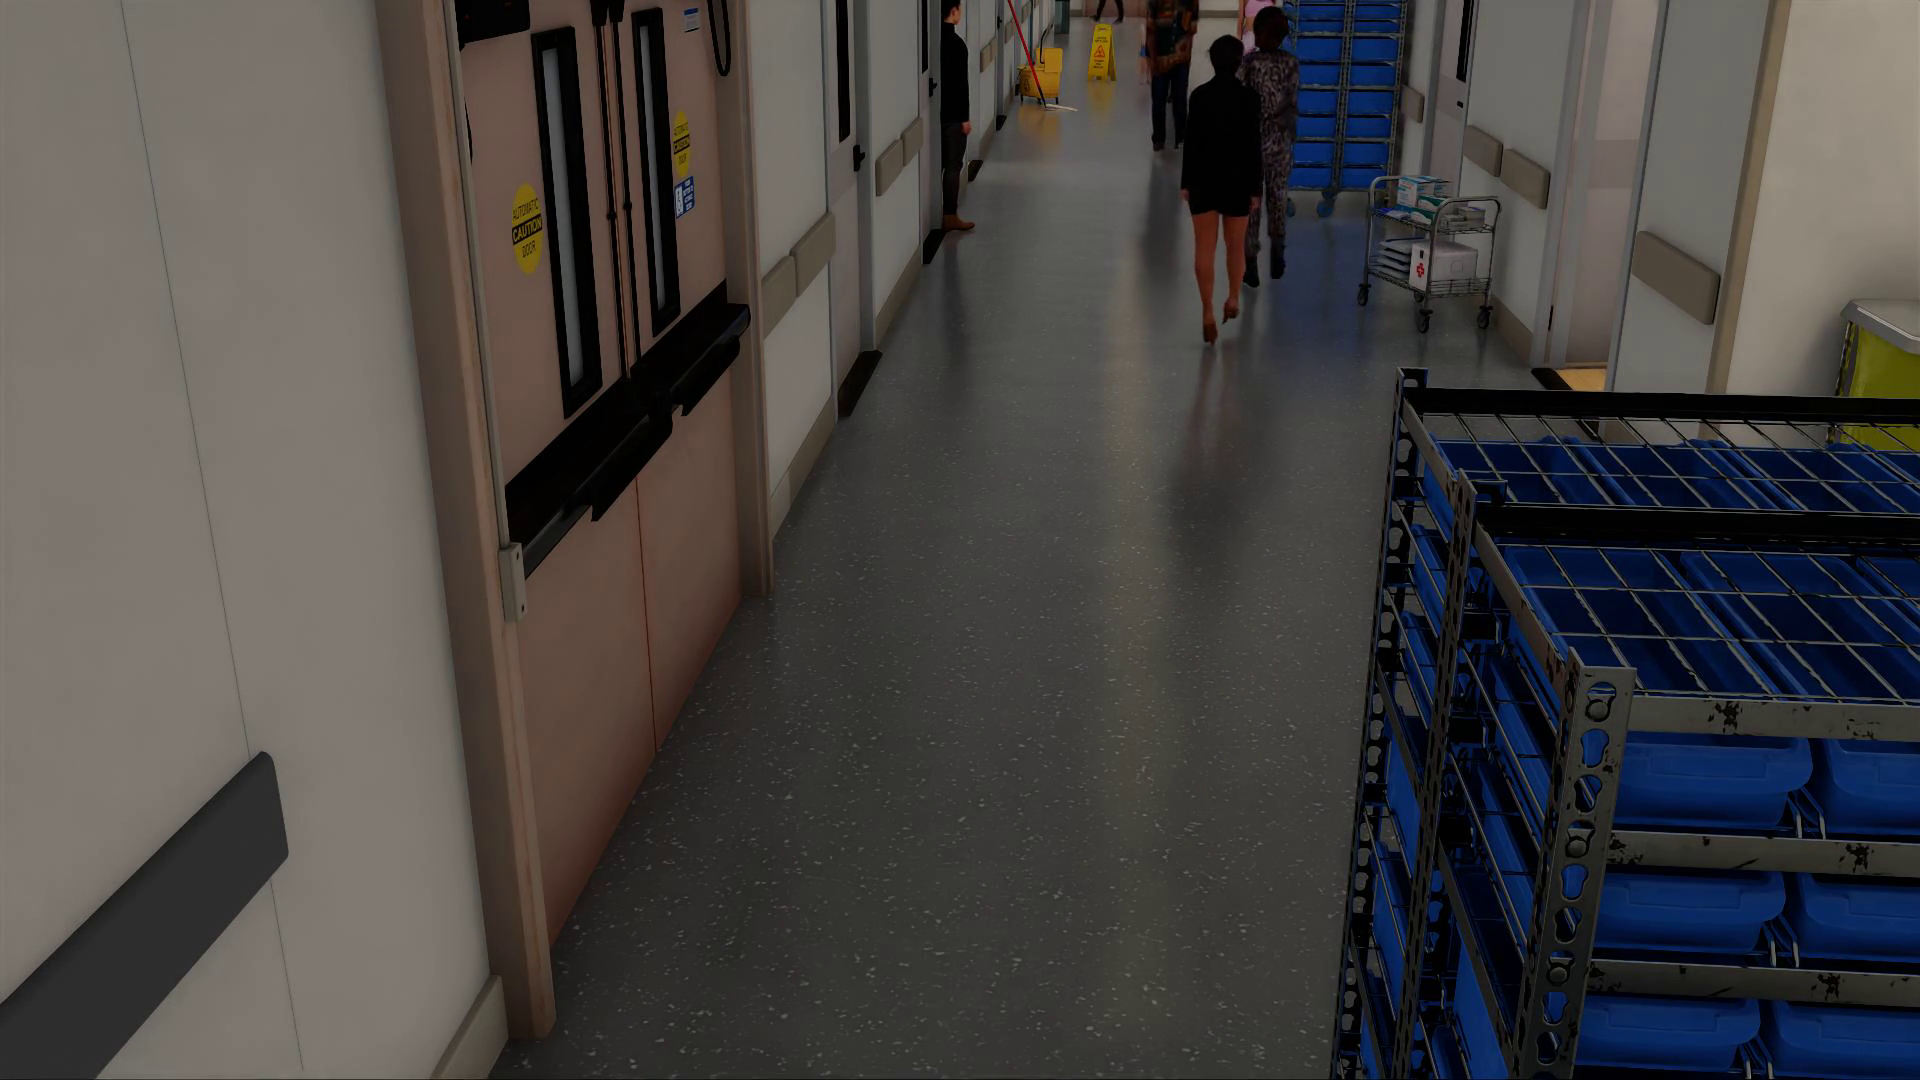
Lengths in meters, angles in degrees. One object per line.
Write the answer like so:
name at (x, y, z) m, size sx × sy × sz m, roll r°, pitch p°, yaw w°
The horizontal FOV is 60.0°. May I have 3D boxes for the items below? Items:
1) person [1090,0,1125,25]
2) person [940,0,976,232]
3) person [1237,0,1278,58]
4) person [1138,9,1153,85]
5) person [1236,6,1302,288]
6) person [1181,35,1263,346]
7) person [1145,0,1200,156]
person at (3.198, -11.474, 34.151) m, size 1.095 × 1.759 × 1.212 m, roll -15°, pitch 25°, yaw -34°
person at (-0.106, -3.165, 12.265) m, size 0.777 × 1.723 × 0.694 m, roll -14°, pitch 25°, yaw -32°
person at (3.166, -5.308, 17.861) m, size 0.644 × 1.766 × 0.598 m, roll -2°, pitch 21°, yaw -7°
person at (2.572, -6.791, 22.830) m, size 0.464 × 1.020 × 0.485 m, roll -5°, pitch 21°, yaw -13°
person at (1.889, -2.374, 10.200) m, size 0.644 × 1.705 × 0.840 m, roll -1°, pitch 21°, yaw -3°
person at (1.392, -1.833, 8.898) m, size 0.647 × 1.616 × 0.896 m, roll 4°, pitch 21°, yaw 10°
person at (1.954, -4.540, 15.789) m, size 0.818 × 1.757 × 1.205 m, roll -2°, pitch 21°, yaw -4°
